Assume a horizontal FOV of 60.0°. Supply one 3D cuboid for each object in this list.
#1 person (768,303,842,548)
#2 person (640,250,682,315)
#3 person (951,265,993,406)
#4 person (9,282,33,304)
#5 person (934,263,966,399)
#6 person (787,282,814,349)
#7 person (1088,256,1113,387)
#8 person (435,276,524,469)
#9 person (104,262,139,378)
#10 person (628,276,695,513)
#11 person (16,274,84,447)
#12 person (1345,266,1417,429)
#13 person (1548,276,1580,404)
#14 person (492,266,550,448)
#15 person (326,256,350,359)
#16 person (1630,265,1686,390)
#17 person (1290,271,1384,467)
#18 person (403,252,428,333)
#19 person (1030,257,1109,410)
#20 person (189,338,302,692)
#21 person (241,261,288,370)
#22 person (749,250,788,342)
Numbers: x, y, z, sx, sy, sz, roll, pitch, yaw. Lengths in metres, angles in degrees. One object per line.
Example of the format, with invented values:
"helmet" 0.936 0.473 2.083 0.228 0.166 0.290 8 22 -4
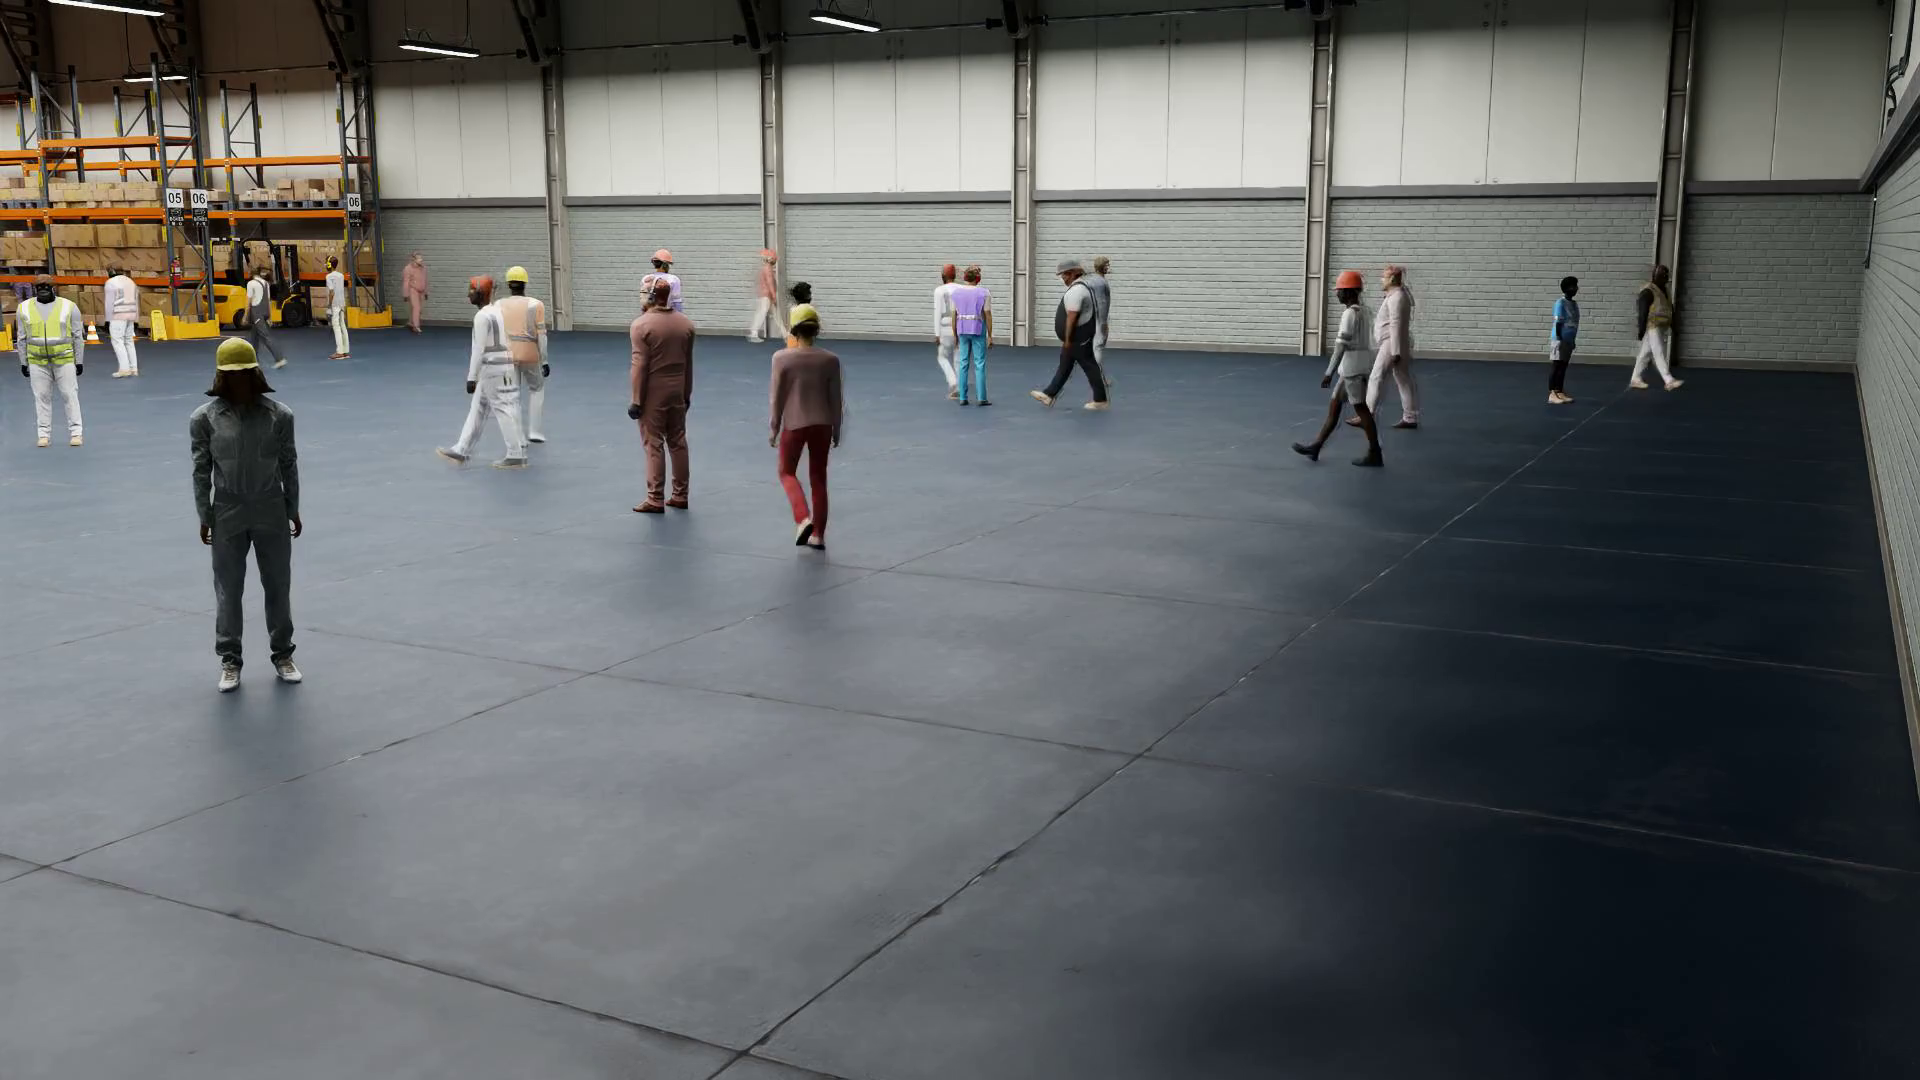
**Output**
"person" -1.097 -0.801 11.859 0.563 1.754 0.444 -5 12 -27
"person" -4.245 -3.121 23.780 0.609 2.034 0.404 3 11 14
"person" 0.155 -2.683 21.898 0.564 1.847 0.388 4 11 20
"person" -25.297 -6.919 44.842 0.649 1.906 0.401 -10 14 -42
"person" -0.104 -2.837 22.687 0.622 1.865 0.411 -7 12 -33
"person" -1.816 -2.237 19.925 0.508 1.684 0.542 2 11 9
"person" 2.082 -3.245 24.718 0.372 1.940 0.631 -1 10 -4
"person" -4.645 -1.589 15.939 0.923 1.841 0.606 -1 10 -4
"person" -13.249 -3.479 26.327 0.526 1.823 0.767 2 11 9
"person" -2.447 -1.176 13.507 0.409 1.912 0.651 7 13 35
"person" -9.667 -1.905 17.702 0.630 1.835 0.429 -3 11 -17
"person" 4.933 -2.228 19.321 0.897 1.876 0.639 5 11 25
"person" 8.081 -2.668 22.230 0.322 1.697 0.534 10 14 43
"person" -4.641 -1.937 17.654 0.624 1.906 0.612 0 10 1
"person" -11.396 -4.235 30.328 0.325 1.867 0.553 2 11 11
"person" 10.219 -3.086 24.226 0.640 1.791 0.940 -9 14 -41
"person" 3.727 -1.665 16.230 0.972 1.884 0.566 5 11 24
"person" -12.535 -5.669 38.153 0.676 1.868 0.668 5 11 24
"person" 1.442 -2.698 21.454 1.060 2.000 0.745 1 10 7
"person" -3.517 -0.126 8.240 0.493 1.743 0.300 -6 12 -29
"person" -11.709 -3.755 27.863 0.938 1.812 0.511 1 10 6
"person" -3.961 -5.105 34.866 1.043 1.937 0.649 -1 10 -4
